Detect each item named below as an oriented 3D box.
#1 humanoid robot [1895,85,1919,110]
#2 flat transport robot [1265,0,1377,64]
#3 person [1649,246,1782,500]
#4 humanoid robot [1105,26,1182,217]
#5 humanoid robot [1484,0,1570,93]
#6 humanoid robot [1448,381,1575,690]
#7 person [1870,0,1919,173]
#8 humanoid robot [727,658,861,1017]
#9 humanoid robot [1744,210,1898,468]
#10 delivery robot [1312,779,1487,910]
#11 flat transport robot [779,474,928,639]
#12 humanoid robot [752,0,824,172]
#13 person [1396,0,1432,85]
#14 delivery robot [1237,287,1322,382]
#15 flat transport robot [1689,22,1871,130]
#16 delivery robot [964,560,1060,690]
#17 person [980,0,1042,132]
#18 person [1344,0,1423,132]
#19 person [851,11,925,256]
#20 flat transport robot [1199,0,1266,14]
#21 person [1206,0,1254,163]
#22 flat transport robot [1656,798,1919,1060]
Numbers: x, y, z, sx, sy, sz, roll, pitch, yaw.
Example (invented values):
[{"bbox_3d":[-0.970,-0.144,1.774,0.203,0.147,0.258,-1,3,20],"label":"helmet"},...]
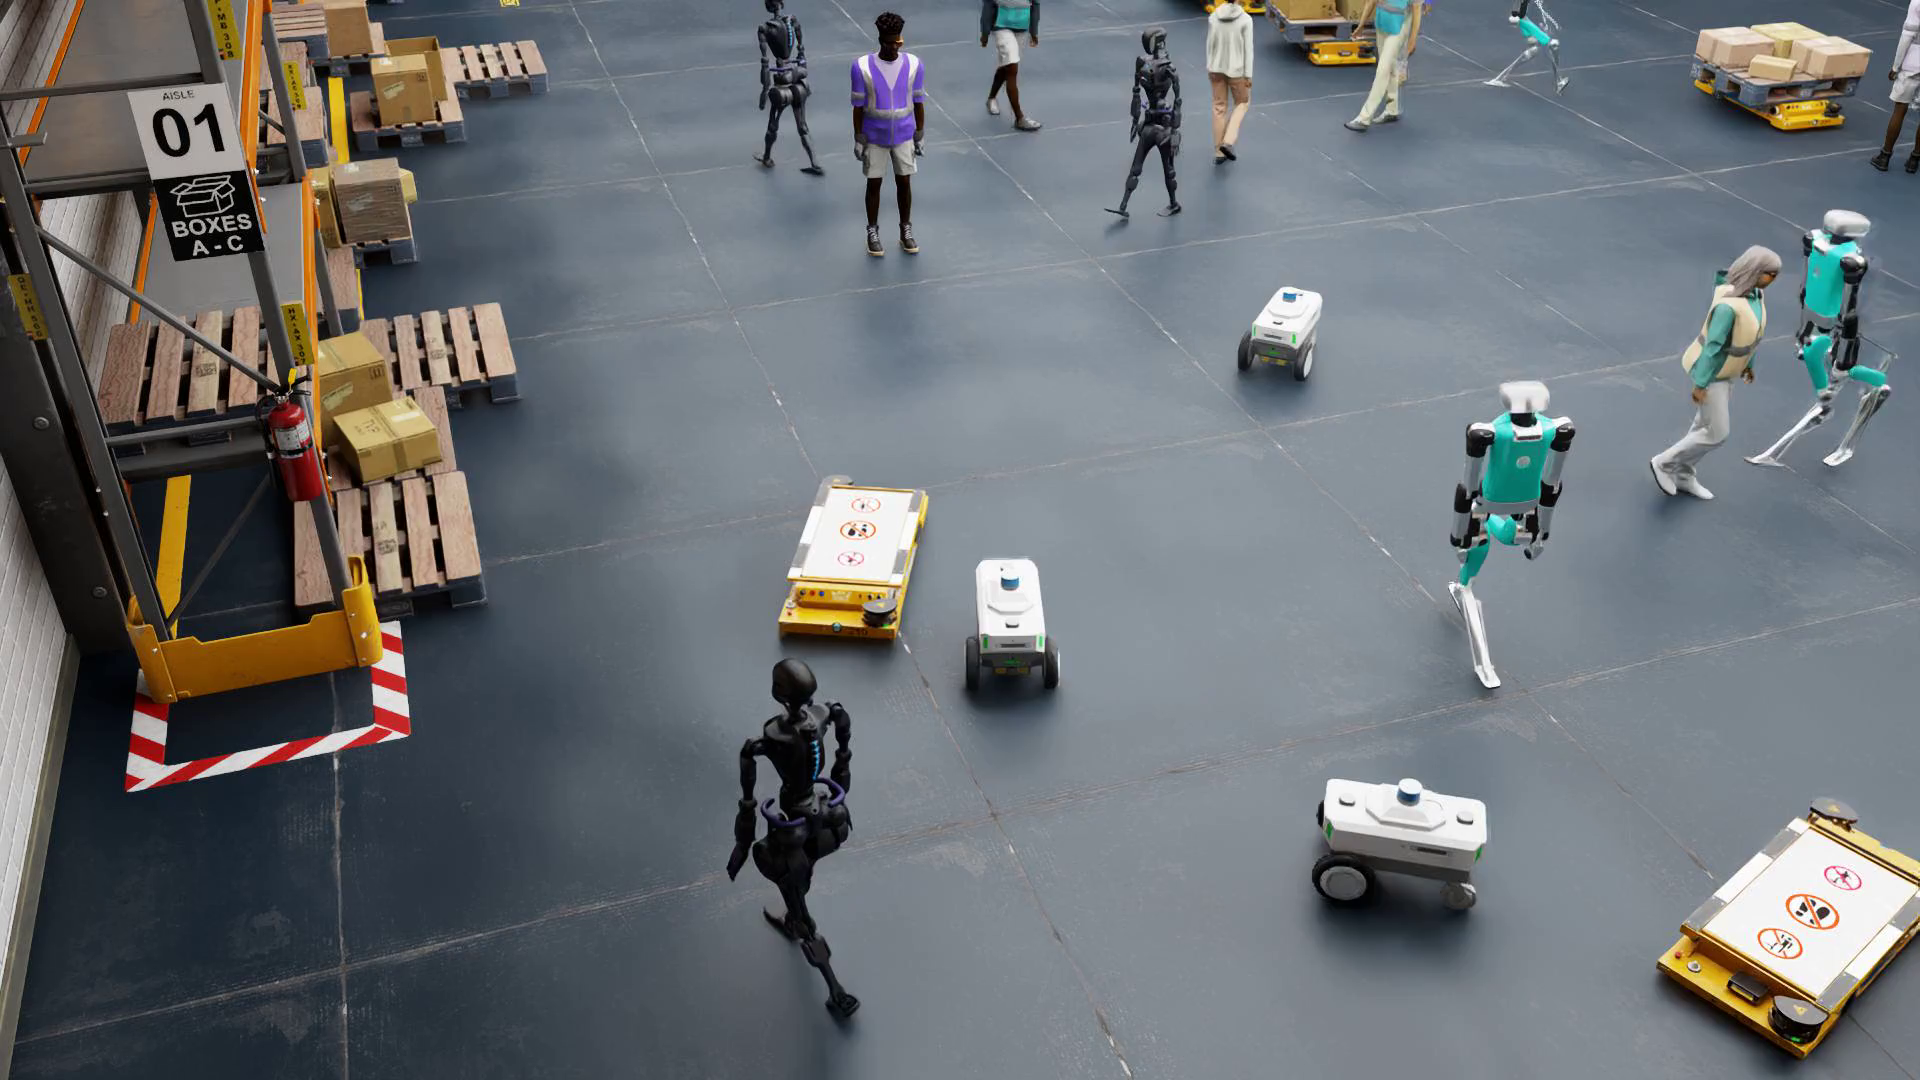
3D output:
[{"bbox_3d":[9.645,-5.093,16.322,0.538,1.782,0.683,-16,36,-23],"label":"humanoid robot"},{"bbox_3d":[4.061,-5.543,18.360,0.659,0.231,1.431,-3,33,-5],"label":"flat transport robot"},{"bbox_3d":[4.588,-0.993,10.070,0.424,1.695,0.495,26,41,34],"label":"person"},{"bbox_3d":[1.610,-3.453,13.890,0.732,1.637,0.609,-22,39,-29],"label":"humanoid robot"},{"bbox_3d":[5.912,-5.372,16.780,0.956,1.771,0.561,11,35,16],"label":"humanoid robot"},{"bbox_3d":[2.775,-0.147,8.796,0.556,1.774,1.050,-2,33,-3],"label":"humanoid robot"},{"bbox_3d":[8.609,-4.246,14.848,0.545,1.934,0.373,10,34,14],"label":"person"},{"bbox_3d":[-0.659,1.183,6.812,0.584,1.644,0.788,-25,41,-33],"label":"humanoid robot"},{"bbox_3d":[5.592,-1.206,10.393,0.924,1.782,0.547,-4,33,-6],"label":"humanoid robot"},{"bbox_3d":[1.970,1.344,7.552,0.797,0.613,0.499,7,34,11],"label":"delivery robot"},{"bbox_3d":[-0.599,0.079,9.737,0.659,0.231,1.431,4,33,5],"label":"flat transport robot"},{"bbox_3d":[-1.581,-4.110,14.904,0.705,1.622,0.609,22,39,30],"label":"humanoid robot"},{"bbox_3d":[4.483,-5.514,16.863,0.648,1.850,0.486,-26,41,-34],"label":"person"},{"bbox_3d":[2.340,-1.525,11.928,0.499,0.587,0.769,15,36,21],"label":"delivery robot"},{"bbox_3d":[8.099,-4.445,16.676,0.659,0.231,1.431,-8,34,-13],"label":"flat transport robot"},{"bbox_3d":[0.265,0.422,8.939,0.499,0.583,0.767,-1,33,-1],"label":"delivery robot"},{"bbox_3d":[0.467,-4.928,15.940,0.556,1.891,0.935,-20,38,-28],"label":"person"},{"bbox_3d":[3.992,-4.803,15.815,0.871,1.809,0.609,-16,37,-23],"label":"person"},{"bbox_3d":[-0.562,-3.236,13.278,0.602,1.958,0.375,-8,34,-12],"label":"person"},{"bbox_3d":[3.142,-6.578,19.948,0.659,0.231,1.431,-6,34,-8],"label":"flat transport robot"},{"bbox_3d":[2.443,-4.244,15.087,0.482,1.653,0.417,16,37,23],"label":"person"},{"bbox_3d":[3.745,1.666,7.304,1.431,0.231,0.659,-25,41,-33],"label":"flat transport robot"}]
